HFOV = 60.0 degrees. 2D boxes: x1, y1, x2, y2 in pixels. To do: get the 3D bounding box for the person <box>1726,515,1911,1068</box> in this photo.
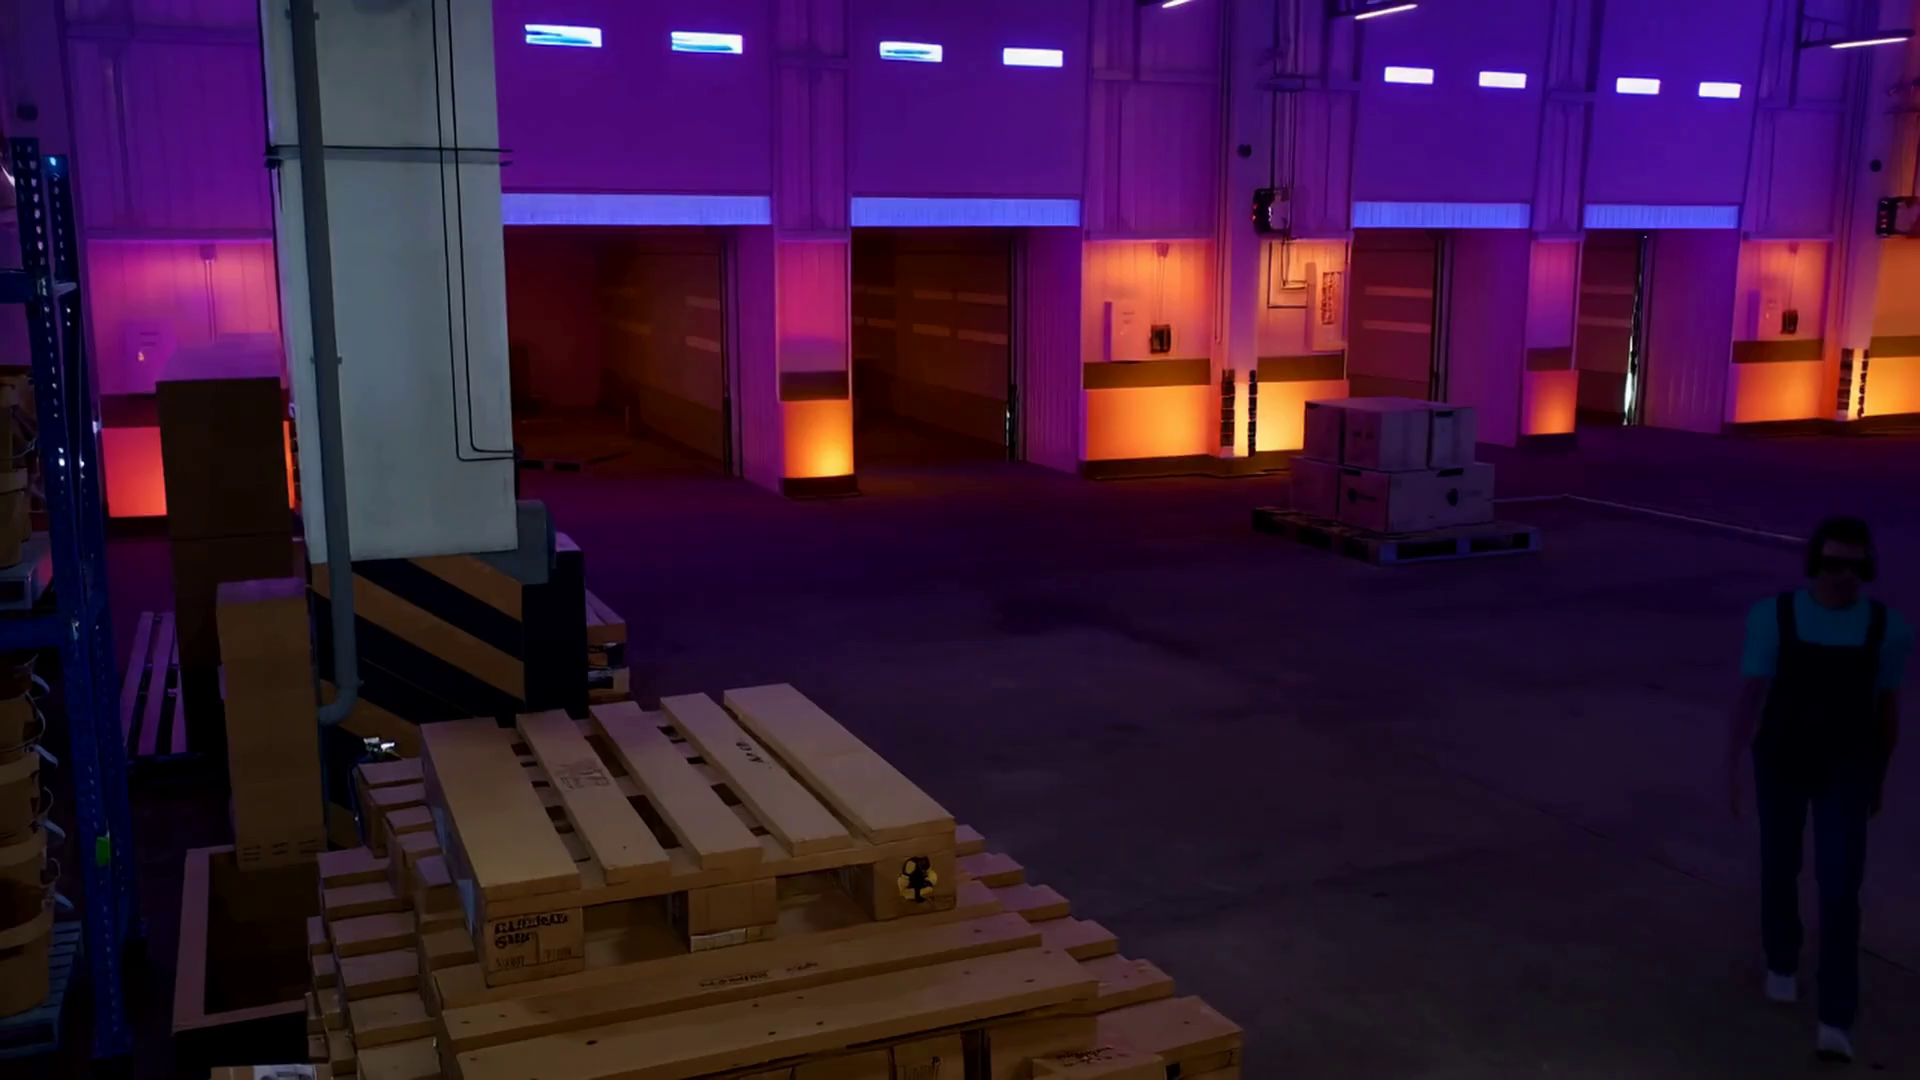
[{"bbox_3d":[2.882,0.822,5.620,0.517,1.804,0.920,5,11,25],"label":"person"}]
